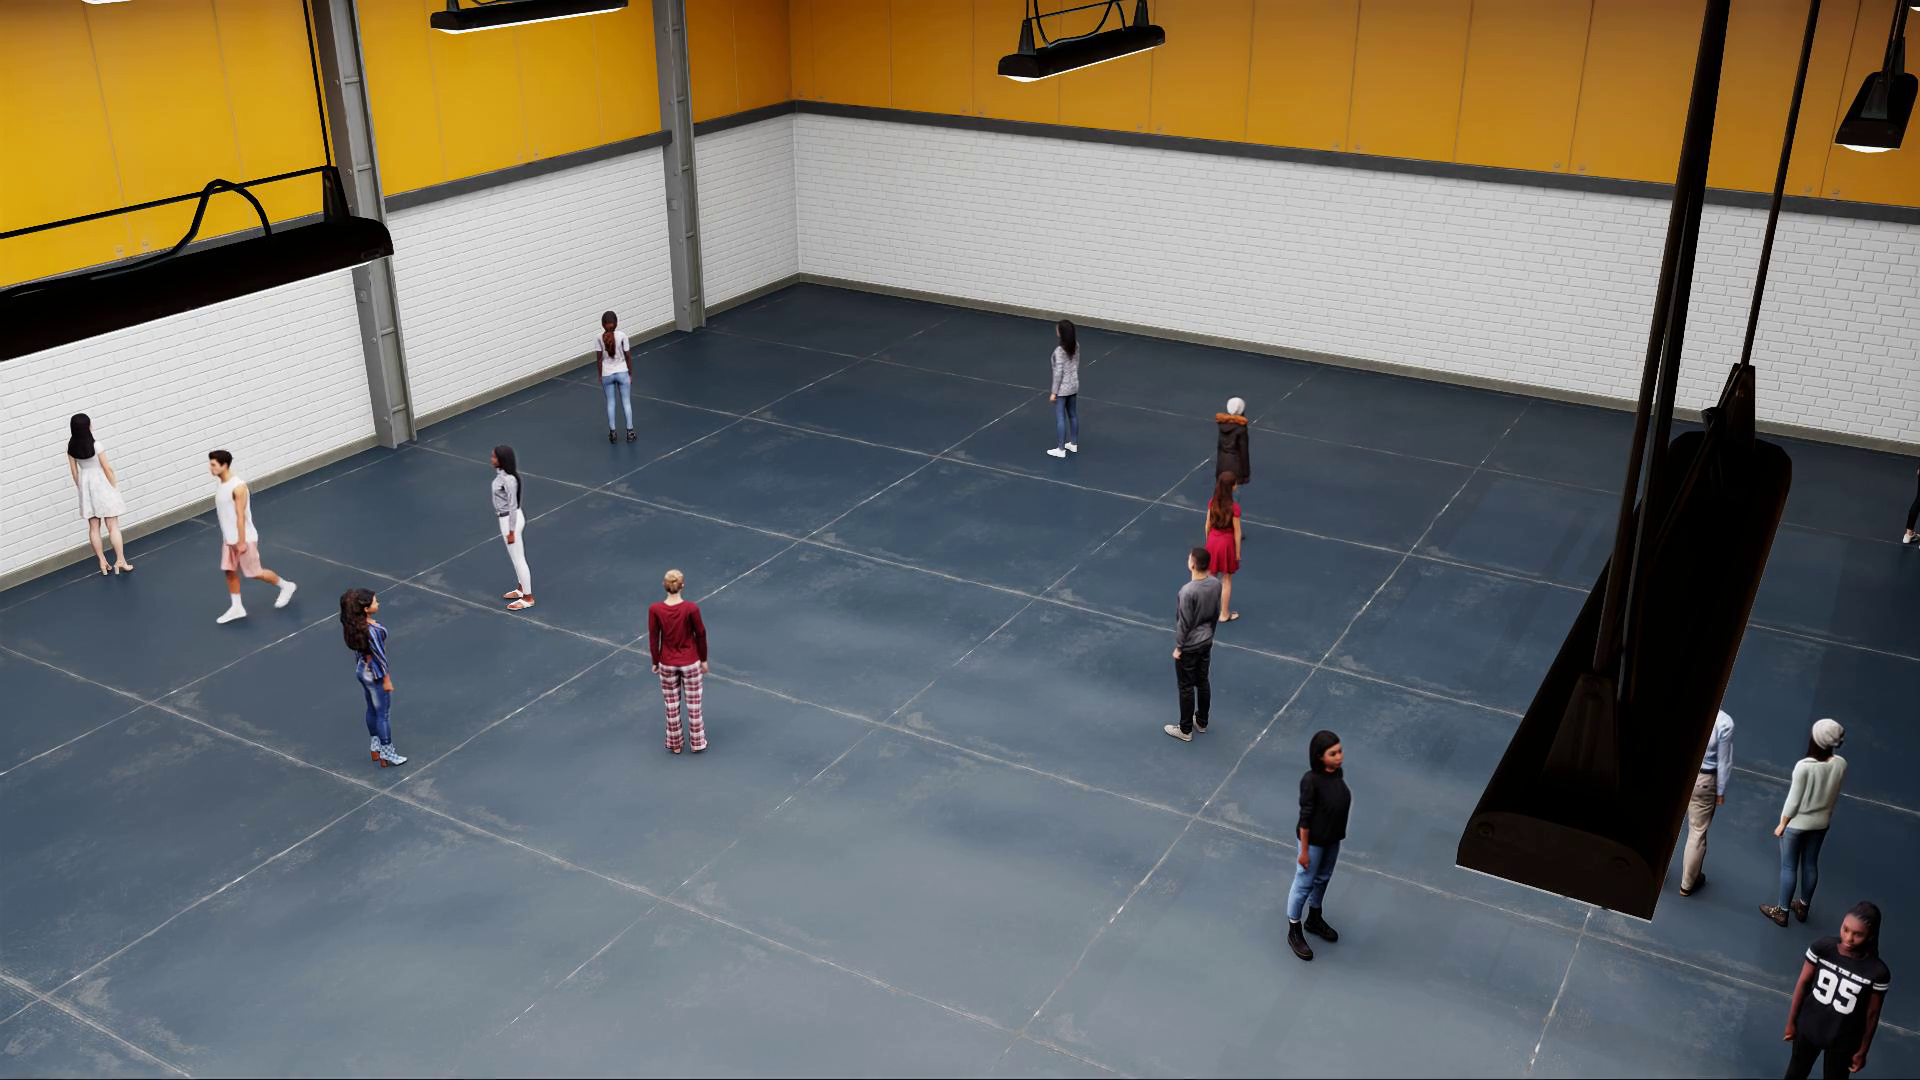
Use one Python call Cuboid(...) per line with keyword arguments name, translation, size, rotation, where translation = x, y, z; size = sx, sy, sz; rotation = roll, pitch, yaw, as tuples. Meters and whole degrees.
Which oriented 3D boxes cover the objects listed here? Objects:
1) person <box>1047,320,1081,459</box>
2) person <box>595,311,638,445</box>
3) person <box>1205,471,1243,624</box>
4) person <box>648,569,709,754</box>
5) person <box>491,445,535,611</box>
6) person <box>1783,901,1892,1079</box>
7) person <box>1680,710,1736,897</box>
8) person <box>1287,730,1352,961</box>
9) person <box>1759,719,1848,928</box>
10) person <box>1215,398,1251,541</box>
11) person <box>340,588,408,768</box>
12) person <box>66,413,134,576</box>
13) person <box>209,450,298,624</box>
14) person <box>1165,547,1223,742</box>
Cuboid(name="person", translation=(1.311, -1.896, 20.652), size=(0.716, 1.735, 0.536), rotation=(21, 31, 39))
Cuboid(name="person", translation=(-4.367, -2.075, 21.082), size=(0.670, 1.719, 0.700), rotation=(-2, 24, -5))
Cuboid(name="person", translation=(2.583, 0.053, 16.422), size=(0.574, 1.552, 0.633), rotation=(17, 29, 34))
Cuboid(name="person", translation=(-2.371, 1.013, 14.042), size=(0.691, 1.700, 0.694), rotation=(-1, 24, -3))
Cuboid(name="person", translation=(-4.500, -0.149, 16.670), size=(0.701, 1.724, 0.666), rotation=(-9, 25, -19))
Cuboid(name="person", translation=(5.091, 2.879, 9.738), size=(0.660, 1.728, 0.646), rotation=(20, 31, 38))
Cuboid(name="person", translation=(5.351, 1.749, 12.175), size=(0.652, 1.847, 0.601), rotation=(15, 28, 30))
Cuboid(name="person", translation=(2.492, 2.086, 11.584), size=(0.573, 1.702, 0.689), rotation=(-19, 30, -37))
Cuboid(name="person", translation=(6.034, 1.998, 11.860), size=(0.631, 1.643, 0.683), rotation=(-5, 24, -12))
Cuboid(name="person", translation=(2.980, -0.788, 18.245), size=(0.753, 1.634, 0.733), rotation=(-14, 27, -29))
Cuboid(name="person", translation=(-4.889, 1.131, 13.876), size=(0.661, 1.617, 0.674), rotation=(-18, 30, -36))
Cuboid(name="person", translation=(-9.007, -0.481, 17.368), size=(0.760, 1.774, 0.786), rotation=(1, 24, 2))
Cuboid(name="person", translation=(-7.024, -0.061, 16.424), size=(0.783, 1.760, 1.091), rotation=(19, 30, 37))
Cuboid(name="person", translation=(2.011, 0.880, 14.270), size=(0.595, 1.761, 0.748), rotation=(-18, 29, -35))
